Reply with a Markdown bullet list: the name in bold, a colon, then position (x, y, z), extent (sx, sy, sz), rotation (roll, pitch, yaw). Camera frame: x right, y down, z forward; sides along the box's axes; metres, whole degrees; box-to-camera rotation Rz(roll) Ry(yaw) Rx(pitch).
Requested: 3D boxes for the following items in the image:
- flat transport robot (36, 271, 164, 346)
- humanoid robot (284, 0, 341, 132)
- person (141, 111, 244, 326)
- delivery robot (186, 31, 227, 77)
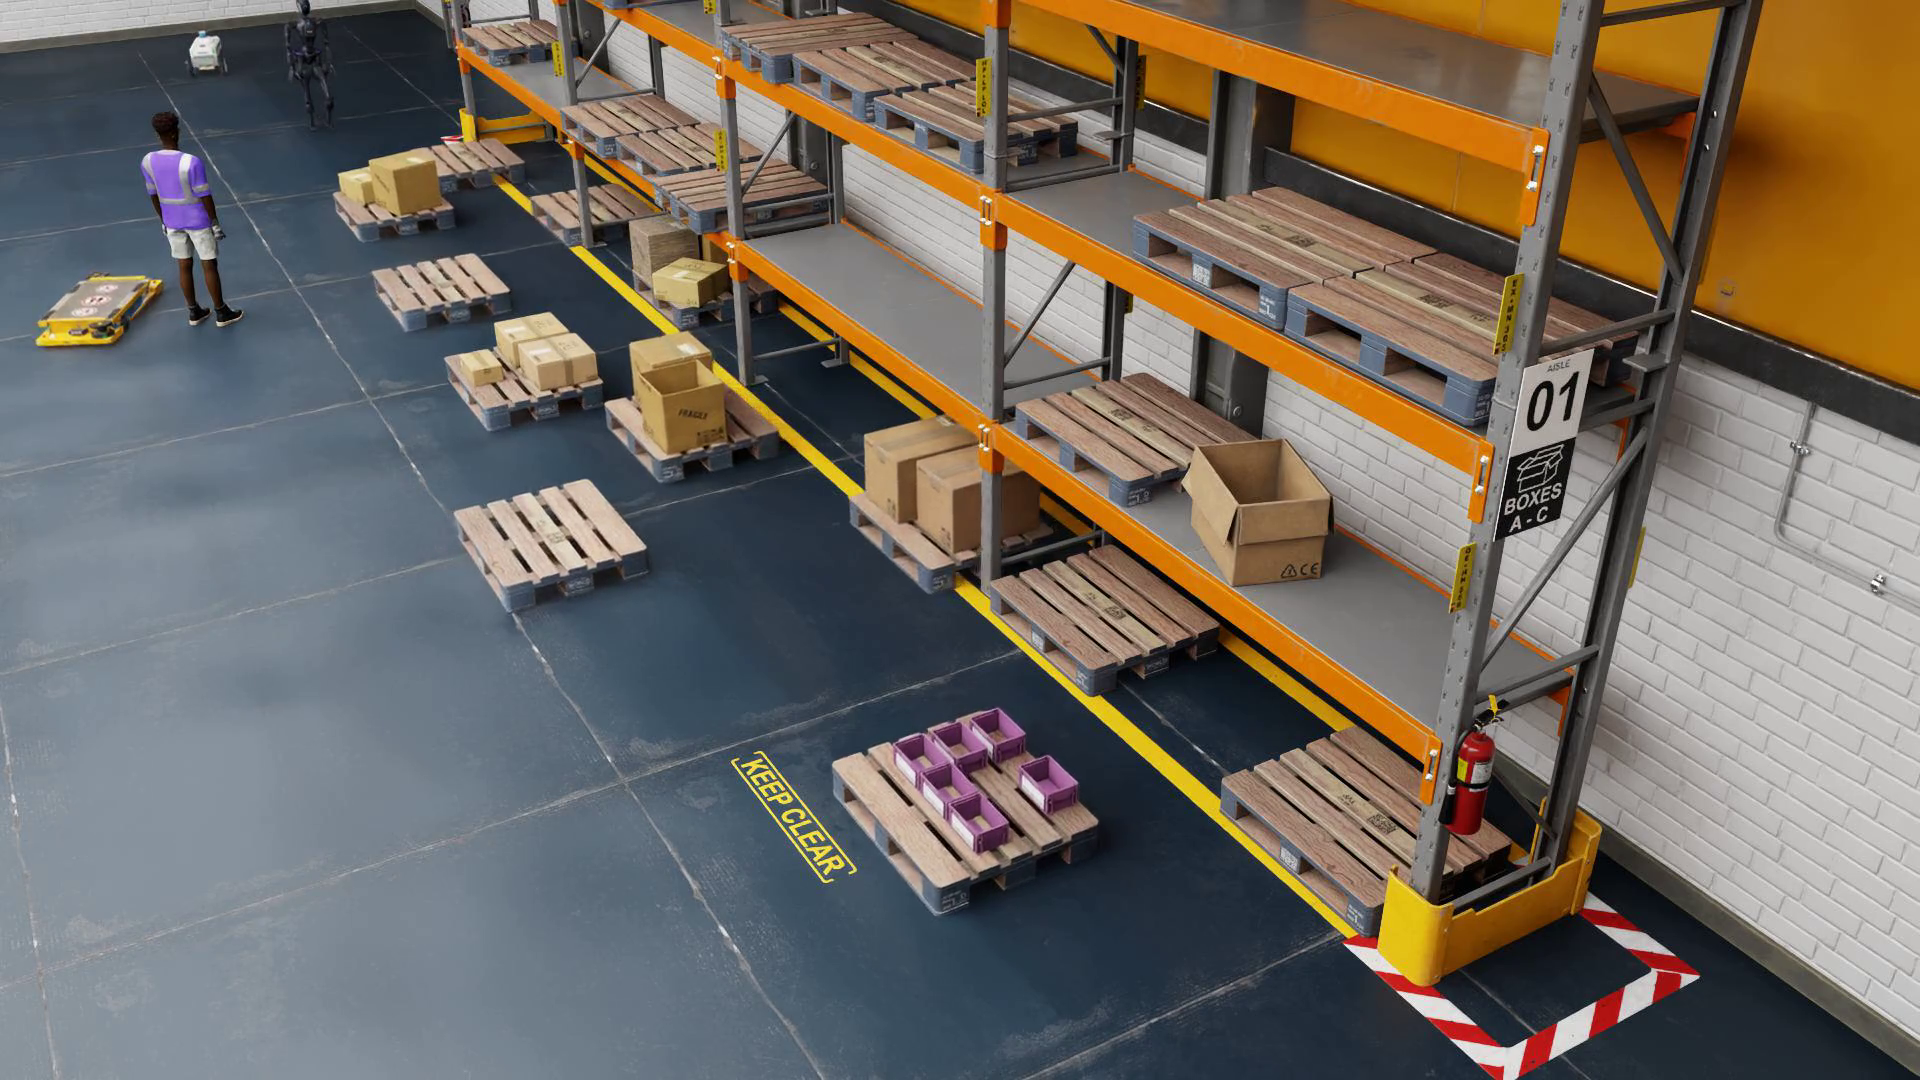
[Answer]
- **flat transport robot**: position (-7.970, -2.153, 15.433), extent (0.659, 0.231, 1.431), rotation (-3, 30, -5)
- **humanoid robot**: position (-8.040, -5.880, 20.588), extent (0.606, 1.638, 0.478), rotation (-23, 37, -35)
- **person**: position (-6.949, -2.883, 15.001), extent (0.607, 1.965, 0.365), rotation (5, 30, 9)
- **delivery robot**: position (-10.627, -6.870, 23.456), extent (0.499, 0.580, 0.757), rotation (-8, 30, -13)
